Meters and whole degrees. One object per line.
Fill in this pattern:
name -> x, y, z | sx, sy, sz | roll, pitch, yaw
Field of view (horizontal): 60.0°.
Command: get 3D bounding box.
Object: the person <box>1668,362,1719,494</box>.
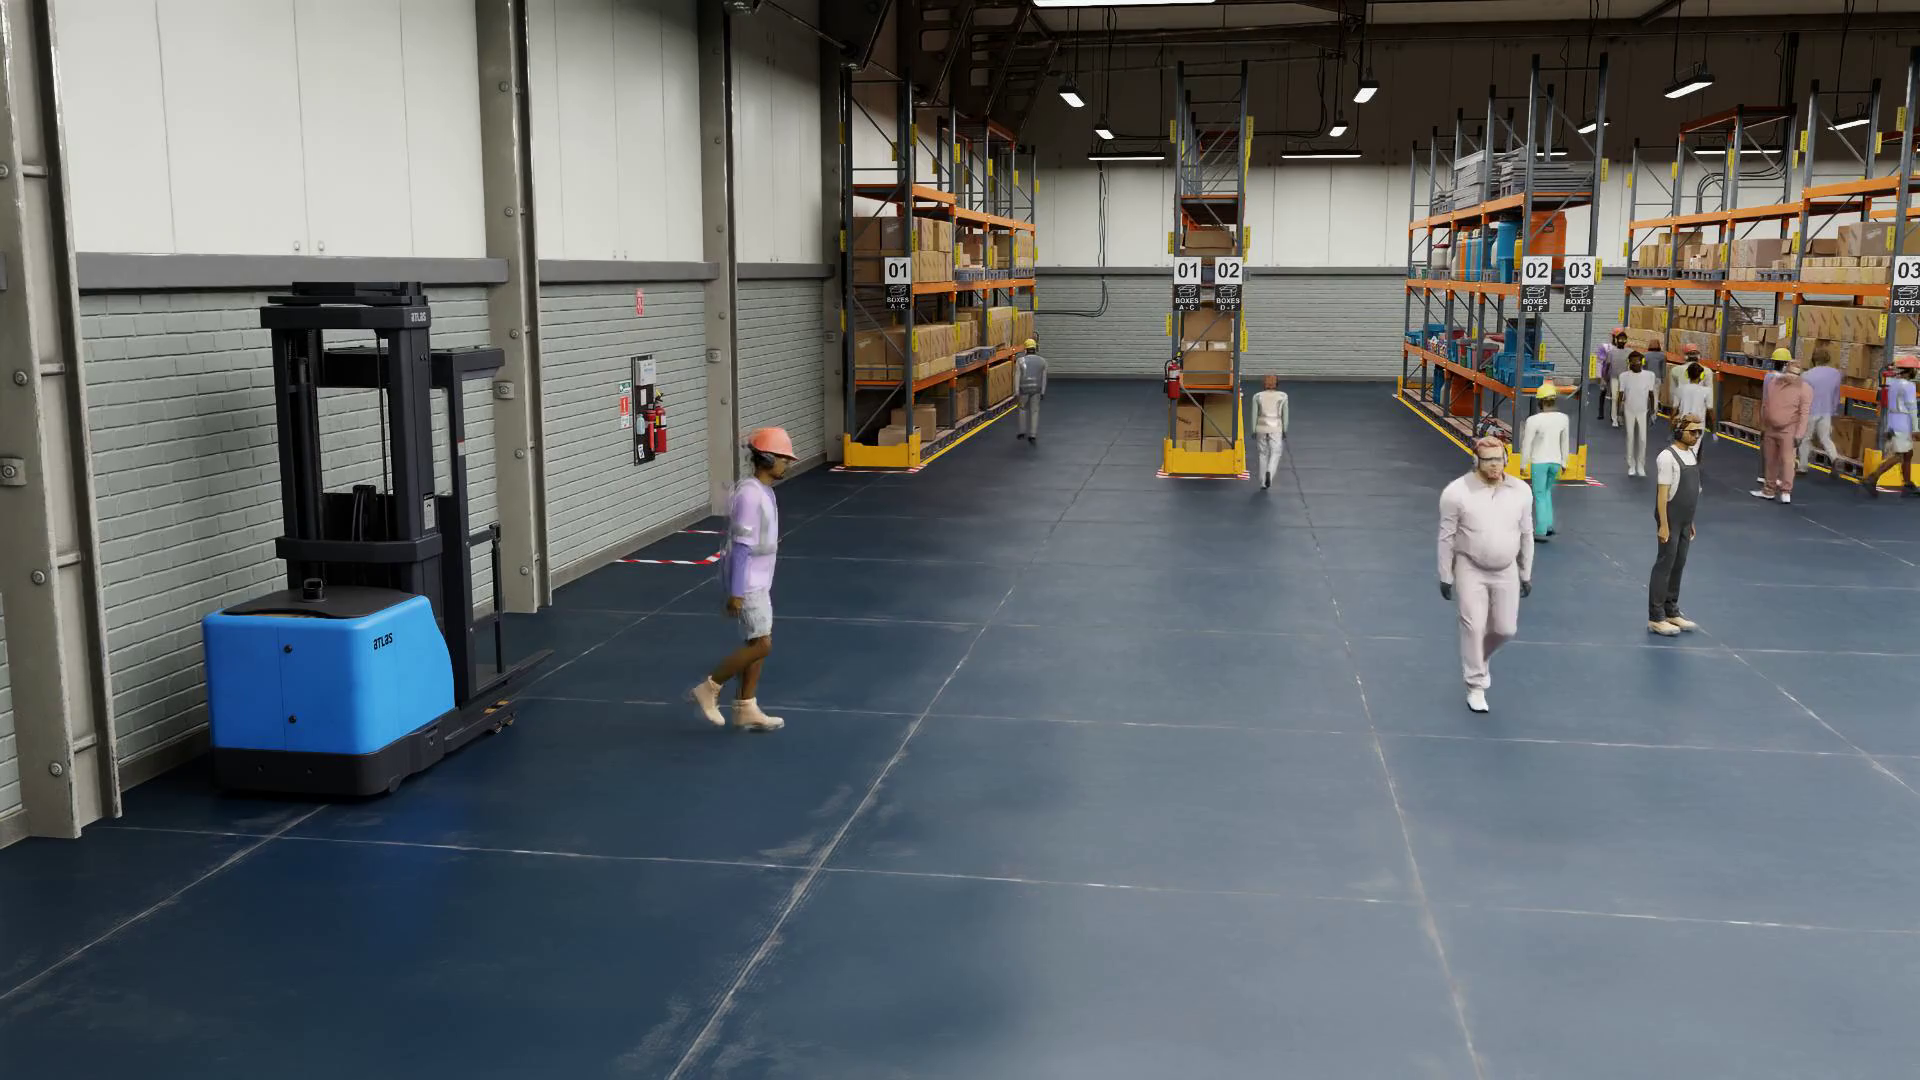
person -> 9.583, -1.404, 21.722 | 0.992, 1.818, 0.517 | -8, 12, -40

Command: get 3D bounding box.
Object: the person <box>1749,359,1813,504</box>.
person -> 10.685, -1.427, 21.703 | 0.444, 1.870, 0.803 | -5, 10, -26

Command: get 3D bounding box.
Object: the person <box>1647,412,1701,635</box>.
person -> 5.975, -0.145, 13.862 | 0.518, 1.843, 0.332 | -8, 12, -40

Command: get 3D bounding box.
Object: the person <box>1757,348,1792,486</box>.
person -> 11.494, -1.739, 23.439 | 0.365, 1.928, 0.585 | 1, 9, 8

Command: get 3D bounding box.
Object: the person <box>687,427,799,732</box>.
person -> -1.364, 0.271, 10.789 | 0.650, 2.006, 0.644 | 1, 9, 4

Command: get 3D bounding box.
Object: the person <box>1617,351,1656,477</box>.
person -> 9.881, -1.829, 24.275 | 0.539, 1.832, 0.788 | 3, 10, 20

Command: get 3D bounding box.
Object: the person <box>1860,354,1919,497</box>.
person -> 12.469, -1.509, 22.084 | 0.876, 1.911, 0.563 | 2, 9, 10

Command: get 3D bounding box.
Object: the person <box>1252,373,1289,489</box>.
person -> 4.243, -1.484, 22.850 | 0.507, 1.618, 0.630 | 4, 10, 21

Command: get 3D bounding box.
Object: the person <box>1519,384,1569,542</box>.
person -> 6.478, -0.861, 18.529 | 0.546, 1.751, 0.449 | -3, 10, -16

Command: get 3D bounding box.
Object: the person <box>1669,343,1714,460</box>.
person -> 10.962, -1.983, 24.954 | 0.608, 1.947, 1.039 | 3, 10, 20

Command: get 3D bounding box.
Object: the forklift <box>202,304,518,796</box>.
forklift -> -3.673, -0.038, 10.147 | 1.129, 2.768, 1.873 | 1, 9, 9

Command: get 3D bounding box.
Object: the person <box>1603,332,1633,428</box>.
person -> 12.791, -3.127, 32.279 | 0.546, 1.841, 0.851 | 2, 9, 11

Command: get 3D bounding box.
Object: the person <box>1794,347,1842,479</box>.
person -> 12.397, -1.819, 23.975 | 0.635, 1.918, 0.829 | -1, 9, -5

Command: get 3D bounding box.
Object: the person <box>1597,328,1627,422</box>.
person -> 13.119, -3.332, 33.480 | 0.566, 1.865, 1.043 | 1, 9, 9

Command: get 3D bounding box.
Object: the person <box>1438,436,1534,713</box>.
person -> 3.626, 0.212, 11.529 | 0.660, 1.886, 0.604 | 0, 9, -1

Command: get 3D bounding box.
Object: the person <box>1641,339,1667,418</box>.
person -> 14.124, -3.280, 33.933 | 0.513, 1.607, 0.370 | 3, 10, 15

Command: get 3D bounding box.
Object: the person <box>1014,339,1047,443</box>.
person -> 1.213, -2.645, 29.395 | 0.617, 1.802, 0.740 | -2, 10, -15
